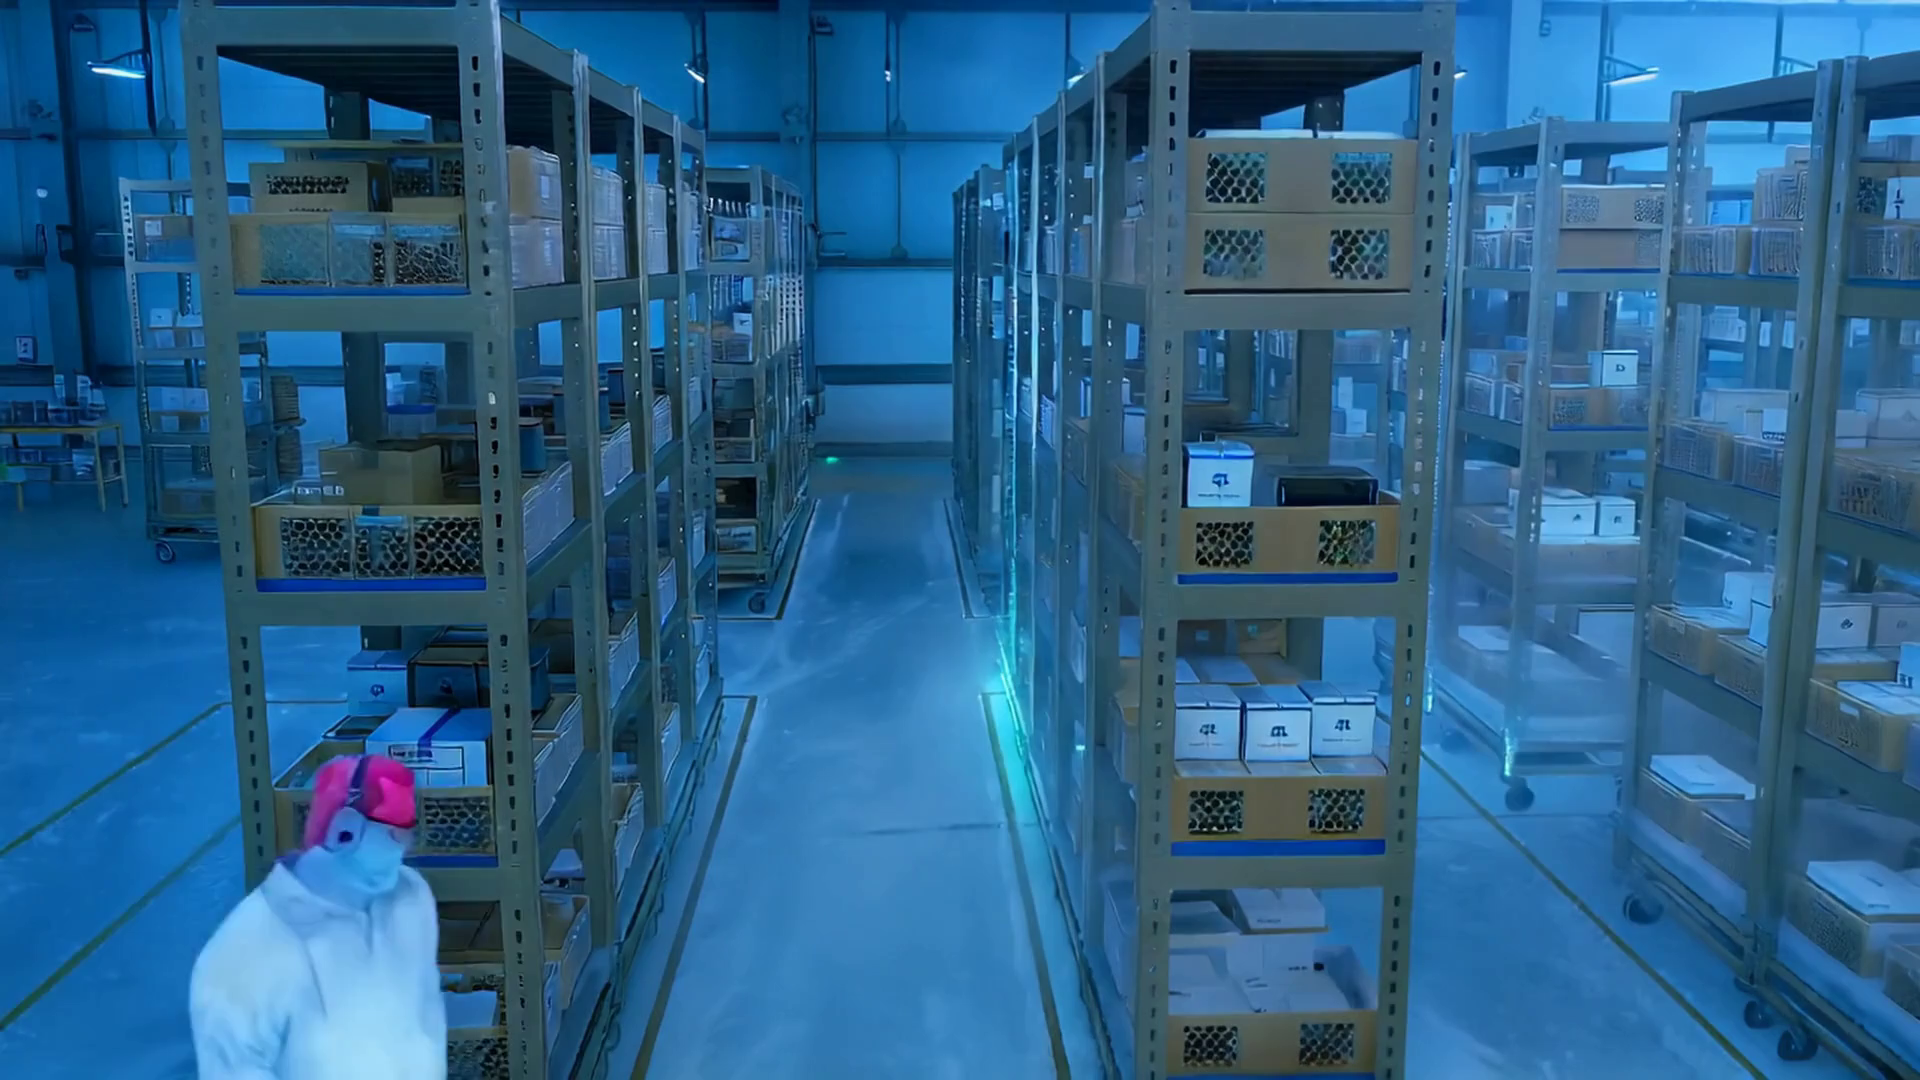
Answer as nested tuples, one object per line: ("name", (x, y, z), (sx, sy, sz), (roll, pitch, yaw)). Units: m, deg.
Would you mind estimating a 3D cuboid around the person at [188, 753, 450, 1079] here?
("person", (-1.429, 1.389, 3.747), (0.660, 1.873, 0.659), (5, 11, 27))
